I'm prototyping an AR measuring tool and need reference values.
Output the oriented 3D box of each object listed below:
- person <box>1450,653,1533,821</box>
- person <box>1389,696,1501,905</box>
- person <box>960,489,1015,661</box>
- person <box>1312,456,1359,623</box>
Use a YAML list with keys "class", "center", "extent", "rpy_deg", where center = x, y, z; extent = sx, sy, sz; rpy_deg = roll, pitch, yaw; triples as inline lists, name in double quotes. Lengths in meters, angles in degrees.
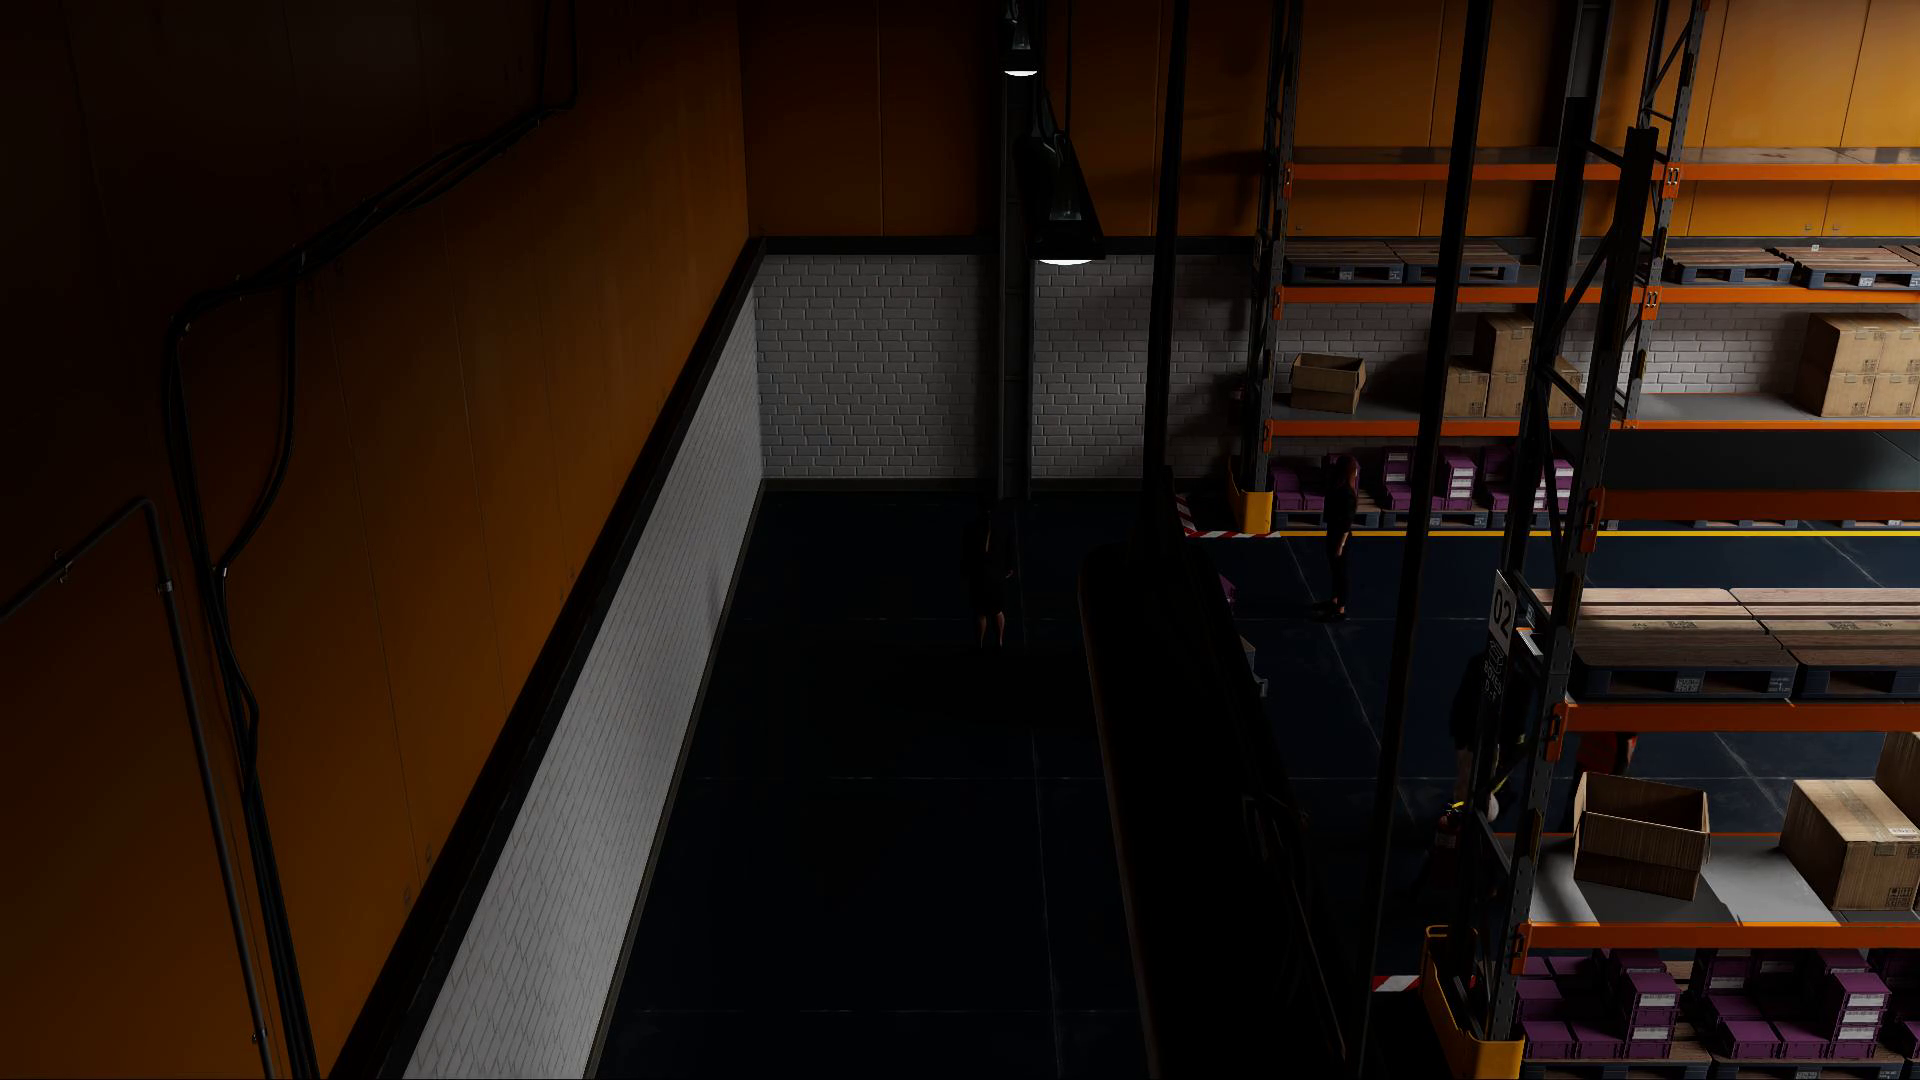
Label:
- class: "person"
  center: [4.133, 1.457, 12.844]
  extent: [1.241, 1.839, 1.072]
  rpy_deg: [-12, 26, -26]
- class: "person"
  center: [3.773, 1.902, 11.945]
  extent: [1.155, 1.745, 0.858]
  rpy_deg: [-8, 25, -17]
- class: "person"
  center: [0.245, 0.334, 15.625]
  extent: [0.684, 1.671, 0.839]
  rpy_deg: [-8, 25, -17]
- class: "person"
  center: [3.755, -0.031, 16.407]
  extent: [0.507, 1.713, 0.591]
  rpy_deg: [0, 24, 1]
